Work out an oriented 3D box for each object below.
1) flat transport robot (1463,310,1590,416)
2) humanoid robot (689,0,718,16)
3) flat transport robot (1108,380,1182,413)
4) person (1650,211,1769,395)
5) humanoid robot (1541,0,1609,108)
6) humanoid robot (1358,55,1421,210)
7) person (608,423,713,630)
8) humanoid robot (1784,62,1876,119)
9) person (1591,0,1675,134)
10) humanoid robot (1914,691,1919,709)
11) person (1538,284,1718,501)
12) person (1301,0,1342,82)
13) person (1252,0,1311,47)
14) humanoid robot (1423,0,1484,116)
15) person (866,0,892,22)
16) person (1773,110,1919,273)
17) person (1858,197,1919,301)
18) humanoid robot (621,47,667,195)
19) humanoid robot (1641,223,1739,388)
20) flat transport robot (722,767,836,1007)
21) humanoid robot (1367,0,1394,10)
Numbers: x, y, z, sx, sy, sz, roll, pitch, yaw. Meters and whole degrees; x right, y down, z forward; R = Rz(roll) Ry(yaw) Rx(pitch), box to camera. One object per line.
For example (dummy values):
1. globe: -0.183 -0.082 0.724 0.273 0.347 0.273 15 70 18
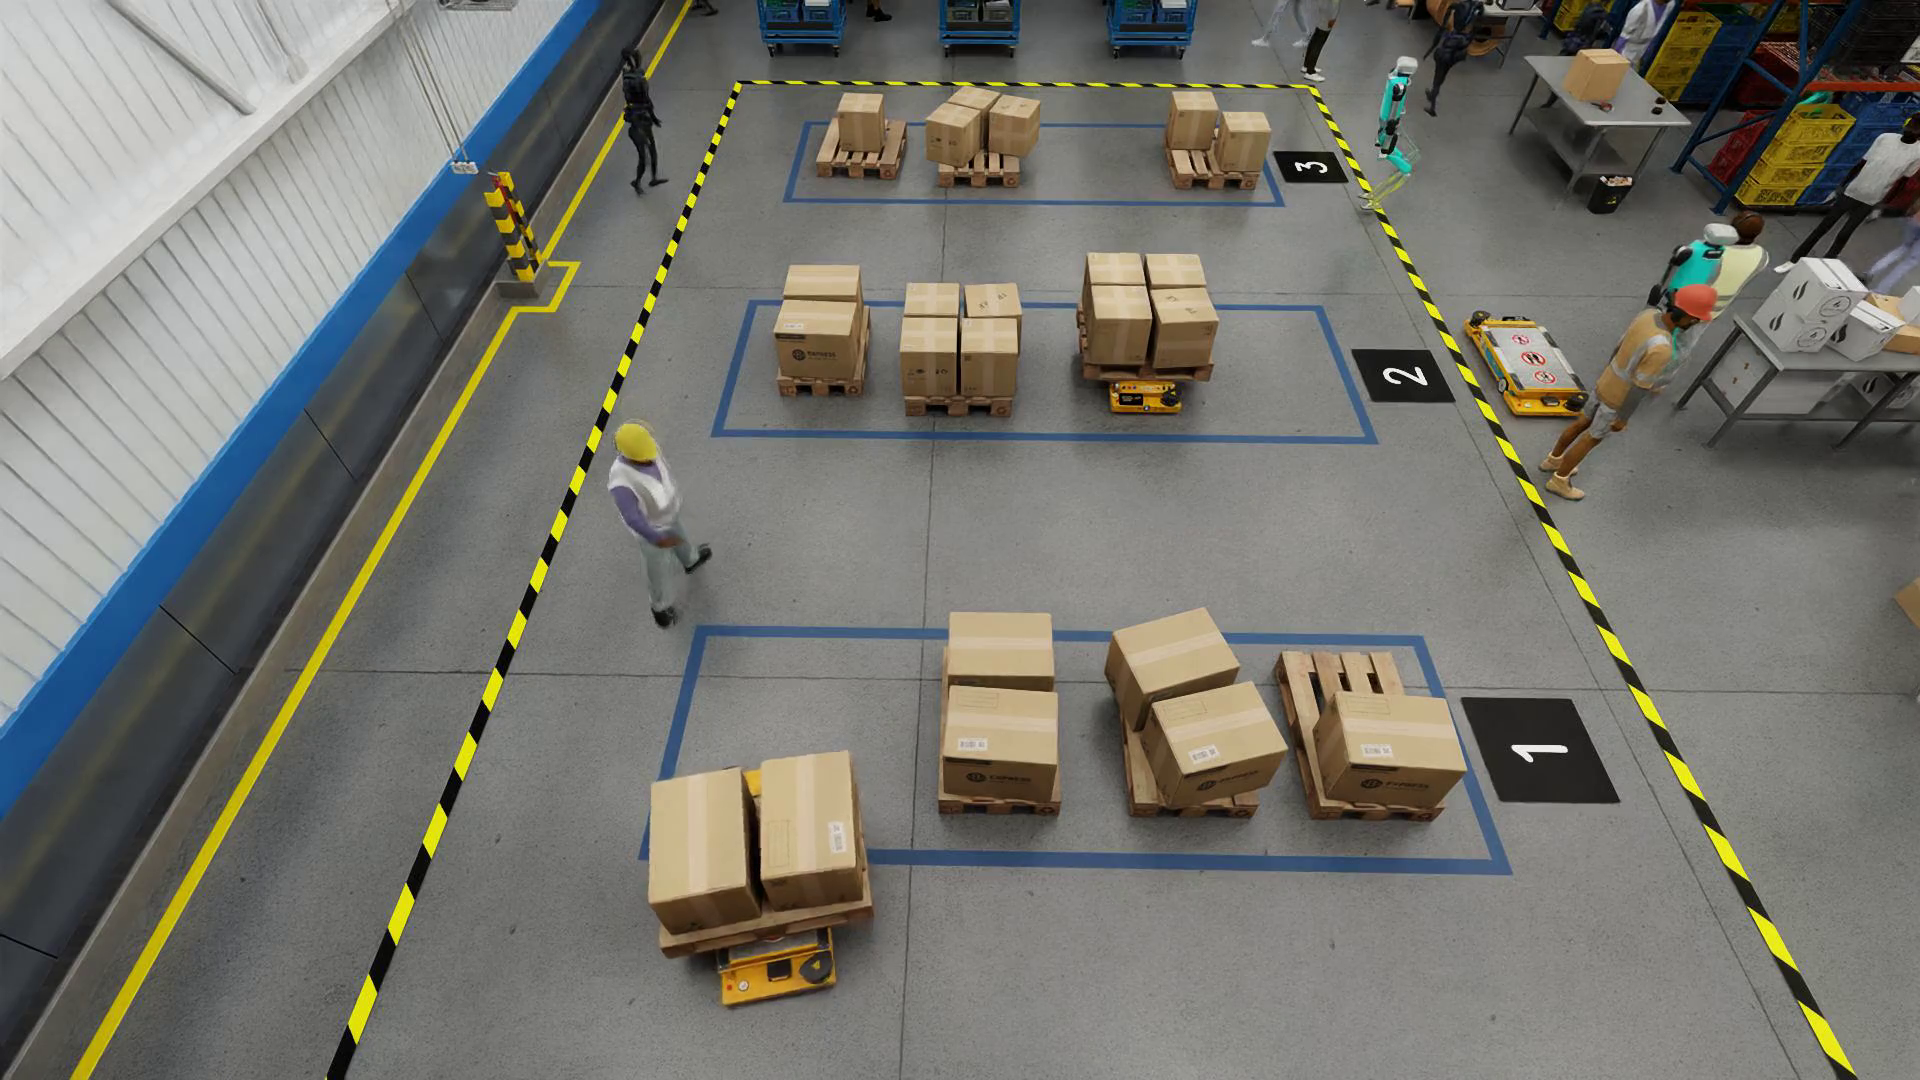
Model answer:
1. flat transport robot: 5.573 -1.757 9.054 0.659 0.231 1.431 1 49 1
2. humanoid robot: -4.277 -9.355 14.715 0.431 1.641 0.583 -16 51 -14
3. flat transport robot: 1.773 -1.807 9.079 0.652 0.197 1.431 1 49 1
4. person: 6.628 -2.099 8.317 0.622 1.837 0.430 0 49 0
5. humanoid robot: 8.263 -6.532 12.251 0.361 1.647 0.613 5 49 5
6. humanoid robot: 5.037 -4.593 10.447 0.735 1.679 0.533 9 50 8
7. person: -2.212 -0.208 6.710 0.418 1.804 0.819 9 50 8
8. humanoid robot: 10.648 -5.561 11.431 0.849 1.861 0.546 0 49 0
9. person: 8.565 -6.171 11.717 0.624 2.012 0.463 -15 51 -13
10. humanoid robot: 7.015 0.856 5.850 0.554 1.817 0.898 5 49 4
11. person: 5.346 -1.180 7.389 0.394 2.031 0.613 12 50 10
12. person: 5.276 -7.539 13.011 0.387 1.850 0.597 5 49 4
13. person: 5.076 -8.329 13.793 0.865 1.692 0.470 16 51 13
14. humanoid robot: 6.619 -6.708 12.423 0.588 1.636 0.691 -7 49 -6
15. person: -1.355 -9.300 14.480 0.377 1.937 0.545 -24 53 -19
16. person: 9.371 -3.555 9.554 0.326 1.865 0.516 -26 54 -21
17. person: 9.932 -3.219 9.347 0.413 1.734 0.615 -4 49 -4
18. humanoid robot: -3.849 -4.988 10.923 0.435 1.646 0.593 6 49 5
19. humanoid robot: 6.372 -1.867 8.168 0.530 1.778 0.665 -4 49 -3
20. flat transport robot: -1.184 2.066 5.727 0.652 0.197 1.431 -9 50 -7
21. humanoid robot: 7.112 -9.490 14.813 0.602 1.635 0.389 36 58 27
